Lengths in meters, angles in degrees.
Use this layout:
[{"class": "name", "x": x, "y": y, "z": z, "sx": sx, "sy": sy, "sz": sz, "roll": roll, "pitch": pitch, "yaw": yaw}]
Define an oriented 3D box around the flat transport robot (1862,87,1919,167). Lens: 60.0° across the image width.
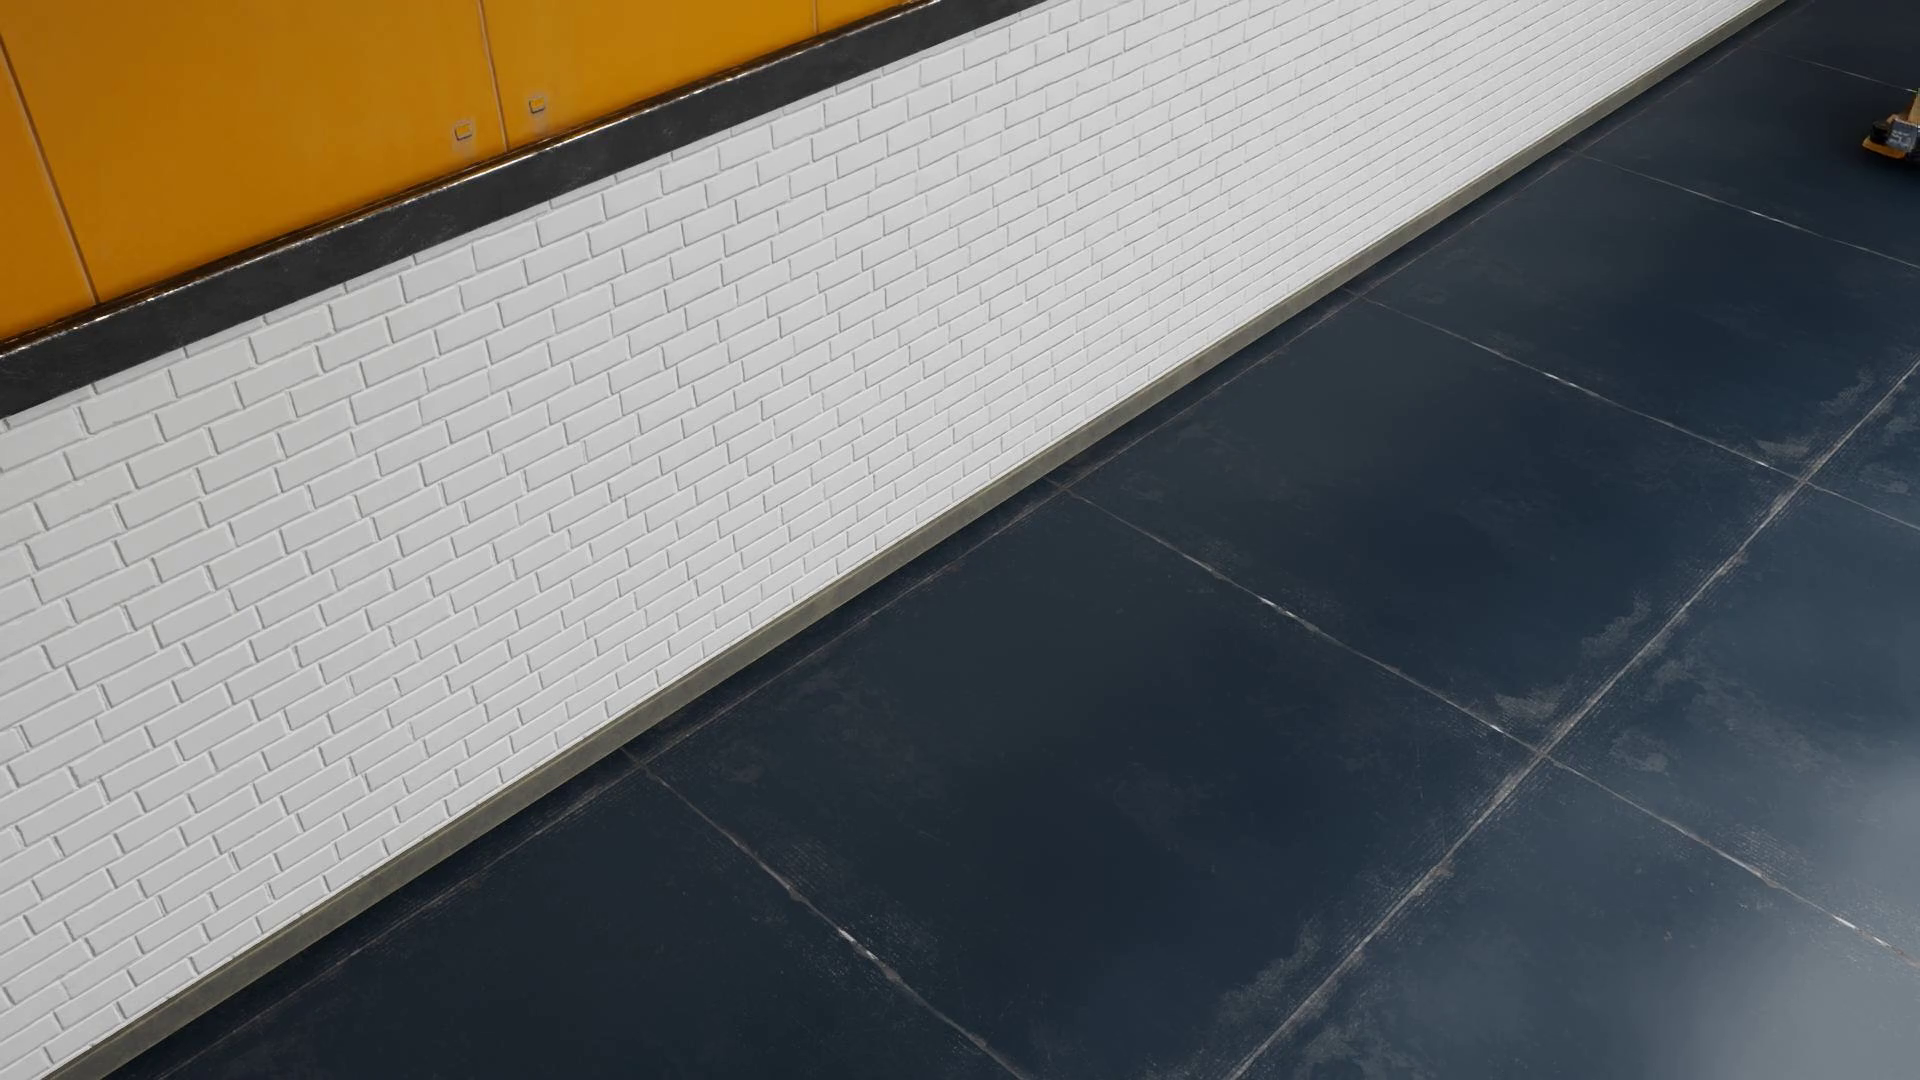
[{"class": "flat transport robot", "x": 7.692, "y": -2.933, "z": 12.586, "sx": 1.431, "sy": 0.231, "sz": 0.659, "roll": 30, "pitch": 47, "yaw": 32}]
